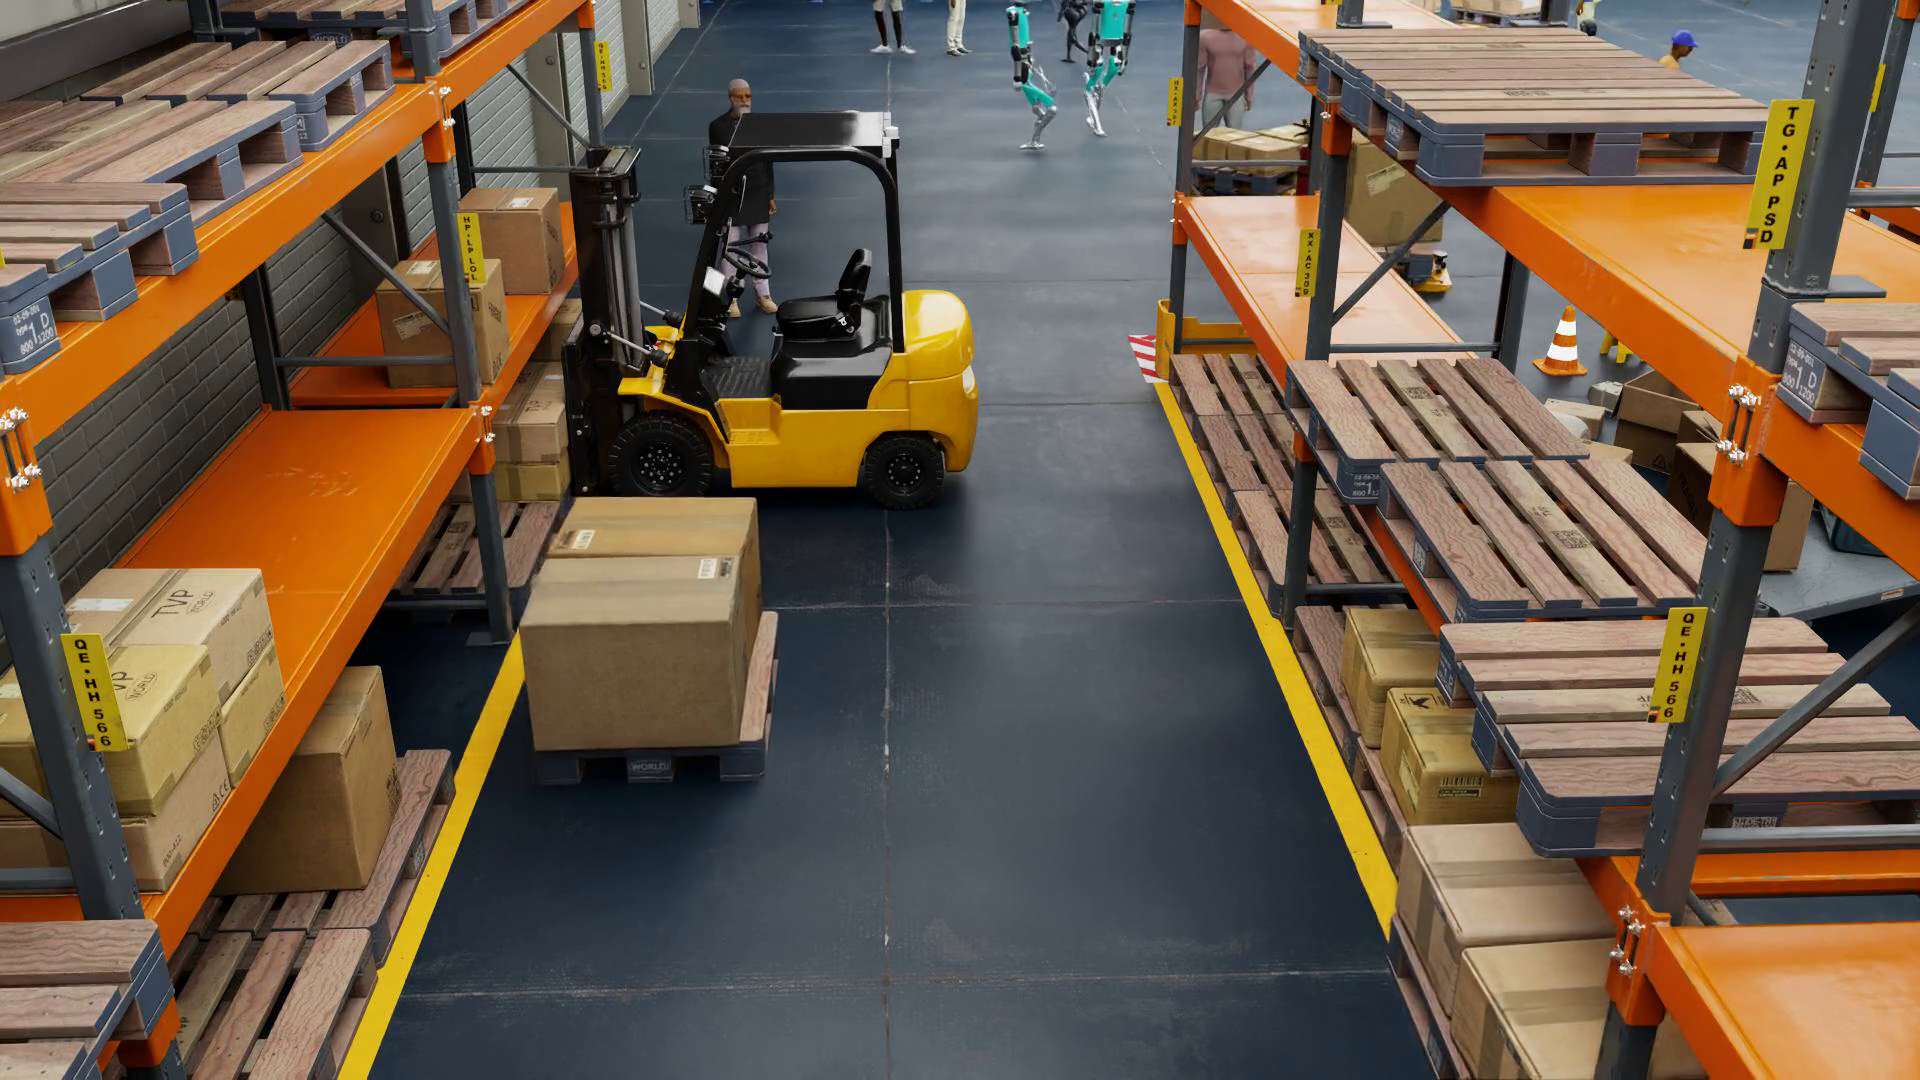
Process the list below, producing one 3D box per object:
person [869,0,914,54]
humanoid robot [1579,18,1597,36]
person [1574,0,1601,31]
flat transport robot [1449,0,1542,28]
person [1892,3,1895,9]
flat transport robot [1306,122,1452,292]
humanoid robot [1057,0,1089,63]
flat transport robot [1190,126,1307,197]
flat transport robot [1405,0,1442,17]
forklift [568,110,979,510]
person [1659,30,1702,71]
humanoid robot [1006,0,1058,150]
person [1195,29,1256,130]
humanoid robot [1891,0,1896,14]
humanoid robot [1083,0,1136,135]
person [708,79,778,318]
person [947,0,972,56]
[{"bbox_3d":[-1.022,-8.203,24.818,0.727,1.867,0.353,12,28,25],"label":"person"},{"bbox_3d":[6.505,-4.658,17.531,0.607,1.645,0.478,-7,26,-14],"label":"humanoid robot"},{"bbox_3d":[8.866,-7.579,23.471,0.397,1.884,0.524,14,29,27],"label":"person"},{"bbox_3d":[8.573,-8.168,26.601,1.431,0.231,0.659,-16,30,-30],"label":"flat transport robot"},{"bbox_3d":[16.639,-10.150,29.076,0.527,1.726,0.821,5,26,10],"label":"person"},{"bbox_3d":[3.446,-2.325,14.228,1.431,0.231,0.659,4,26,9],"label":"flat transport robot"},{"bbox_3d":[1.721,-7.700,23.986,0.684,1.630,0.588,17,30,32],"label":"humanoid robot"},{"bbox_3d":[2.969,-3.522,16.762,1.431,0.231,0.659,18,31,34],"label":"flat transport robot"},{"bbox_3d":[6.851,-8.134,26.528,0.659,0.231,1.431,22,33,39],"label":"flat transport robot"},{"bbox_3d":[-1.043,-1.379,9.976,2.313,2.155,1.214,-1,25,-2],"label":"forklift"},{"bbox_3d":[6.980,-4.166,16.445,0.425,1.701,0.459,5,26,10],"label":"person"},{"bbox_3d":[0.869,-5.149,18.598,0.756,1.882,0.544,5,26,11],"label":"humanoid robot"},{"bbox_3d":[2.691,-4.549,16.999,0.629,1.932,0.385,4,26,9],"label":"person"},{"bbox_3d":[16.073,-9.915,28.690,0.610,1.652,0.525,-20,32,-35],"label":"humanoid robot"},{"bbox_3d":[1.645,-5.662,19.660,0.567,1.847,0.873,-10,27,-19],"label":"humanoid robot"},{"bbox_3d":[-1.719,-2.705,13.175,0.532,1.857,0.405,-12,28,-23],"label":"person"},{"bbox_3d":[-0.007,-8.121,24.774,0.348,1.743,0.565,9,27,19],"label":"person"}]
